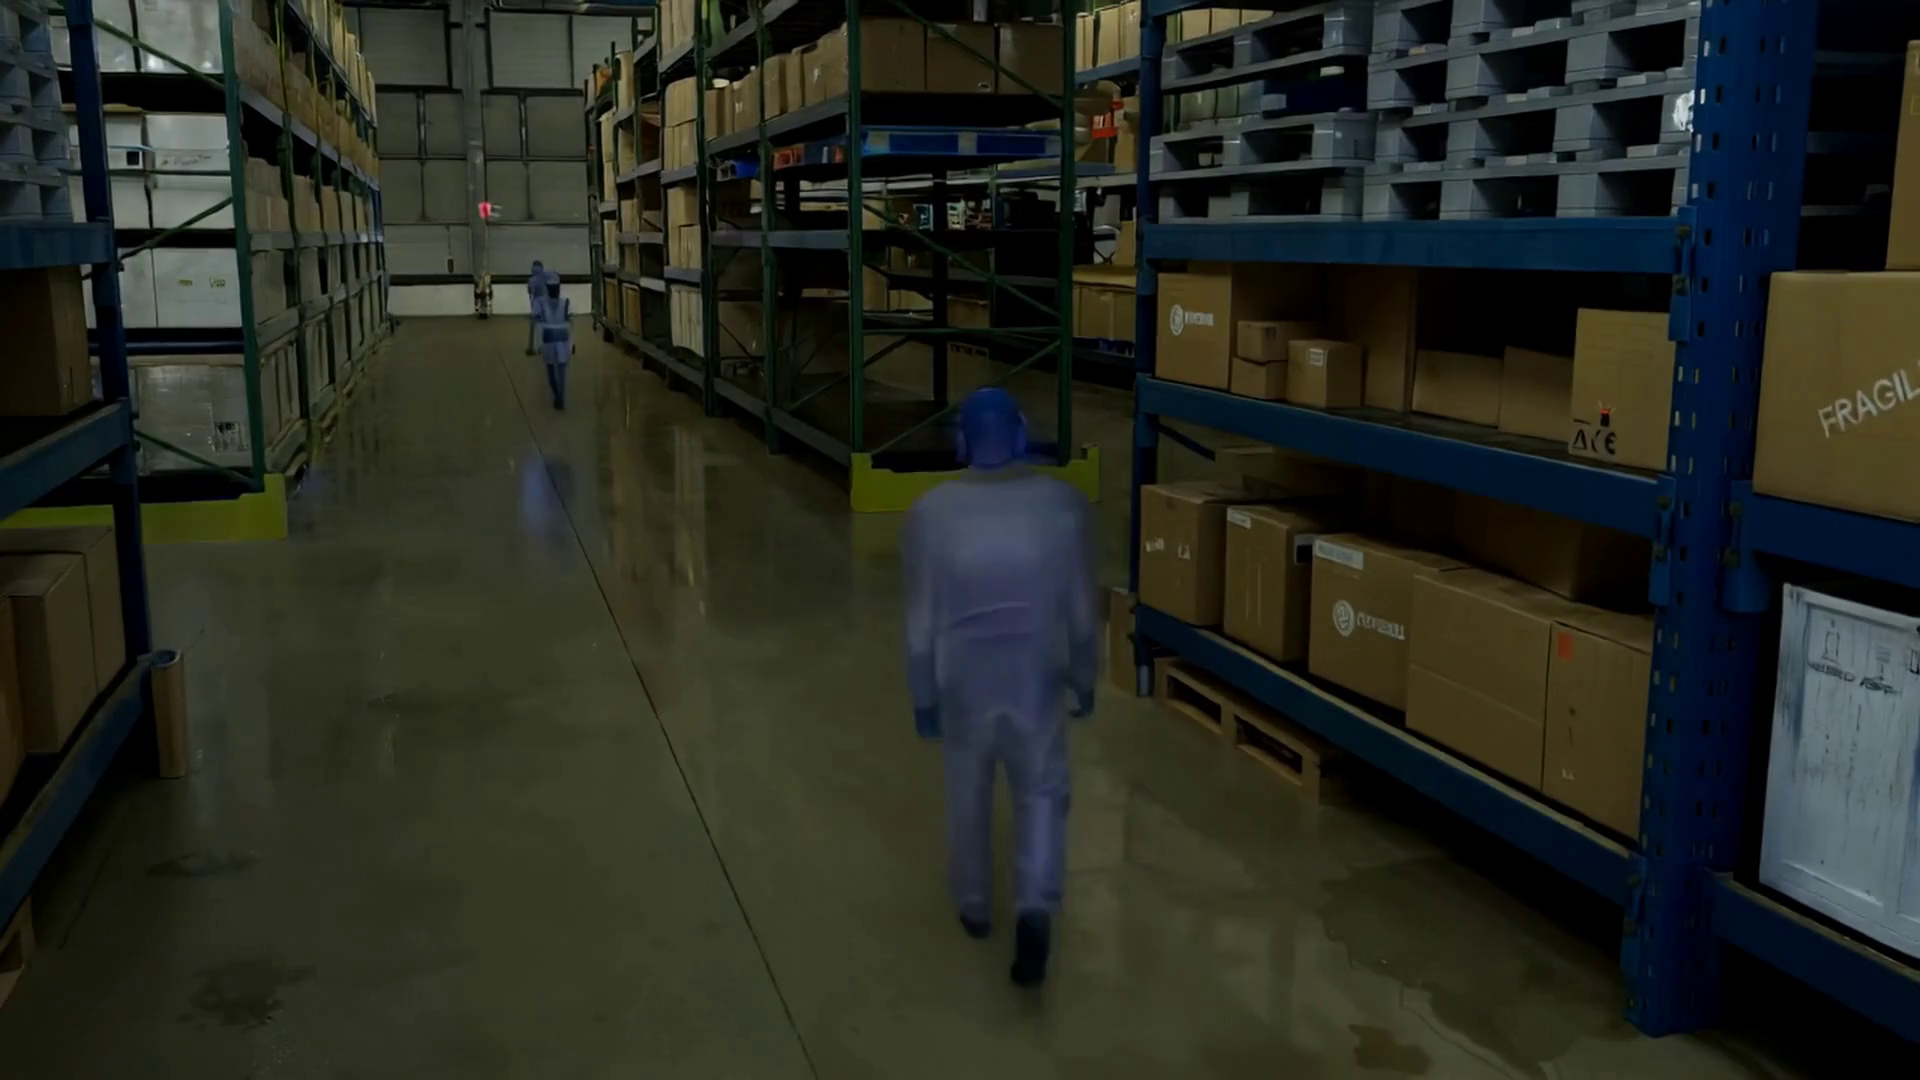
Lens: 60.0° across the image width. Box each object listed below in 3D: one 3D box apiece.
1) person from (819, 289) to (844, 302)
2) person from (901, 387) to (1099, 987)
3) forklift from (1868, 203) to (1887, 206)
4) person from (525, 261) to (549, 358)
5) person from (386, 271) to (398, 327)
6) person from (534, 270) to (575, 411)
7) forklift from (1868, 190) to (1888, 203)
[{"bbox_3d":[-3.372,-6.416,43.483,0.581,1.687,0.892,8,13,36],"label":"person"},{"bbox_3d":[0.133,0.452,5.345,0.644,1.880,0.796,0,10,-1],"label":"person"},{"bbox_3d":[11.338,-2.915,21.052,1.129,2.768,1.873,-3,11,-17],"label":"forklift"},{"bbox_3d":[-8.246,-4.505,32.541,0.550,1.865,1.028,-8,13,-38],"label":"person"},{"bbox_3d":[-14.024,-5.945,40.372,0.478,1.892,0.665,-4,11,-19],"label":"person"},{"bbox_3d":[-5.555,-2.750,22.825,0.556,1.909,0.881,-2,10,-10],"label":"person"},{"bbox_3d":[9.459,-2.243,17.365,1.129,2.768,1.873,-3,11,-17],"label":"forklift"}]
